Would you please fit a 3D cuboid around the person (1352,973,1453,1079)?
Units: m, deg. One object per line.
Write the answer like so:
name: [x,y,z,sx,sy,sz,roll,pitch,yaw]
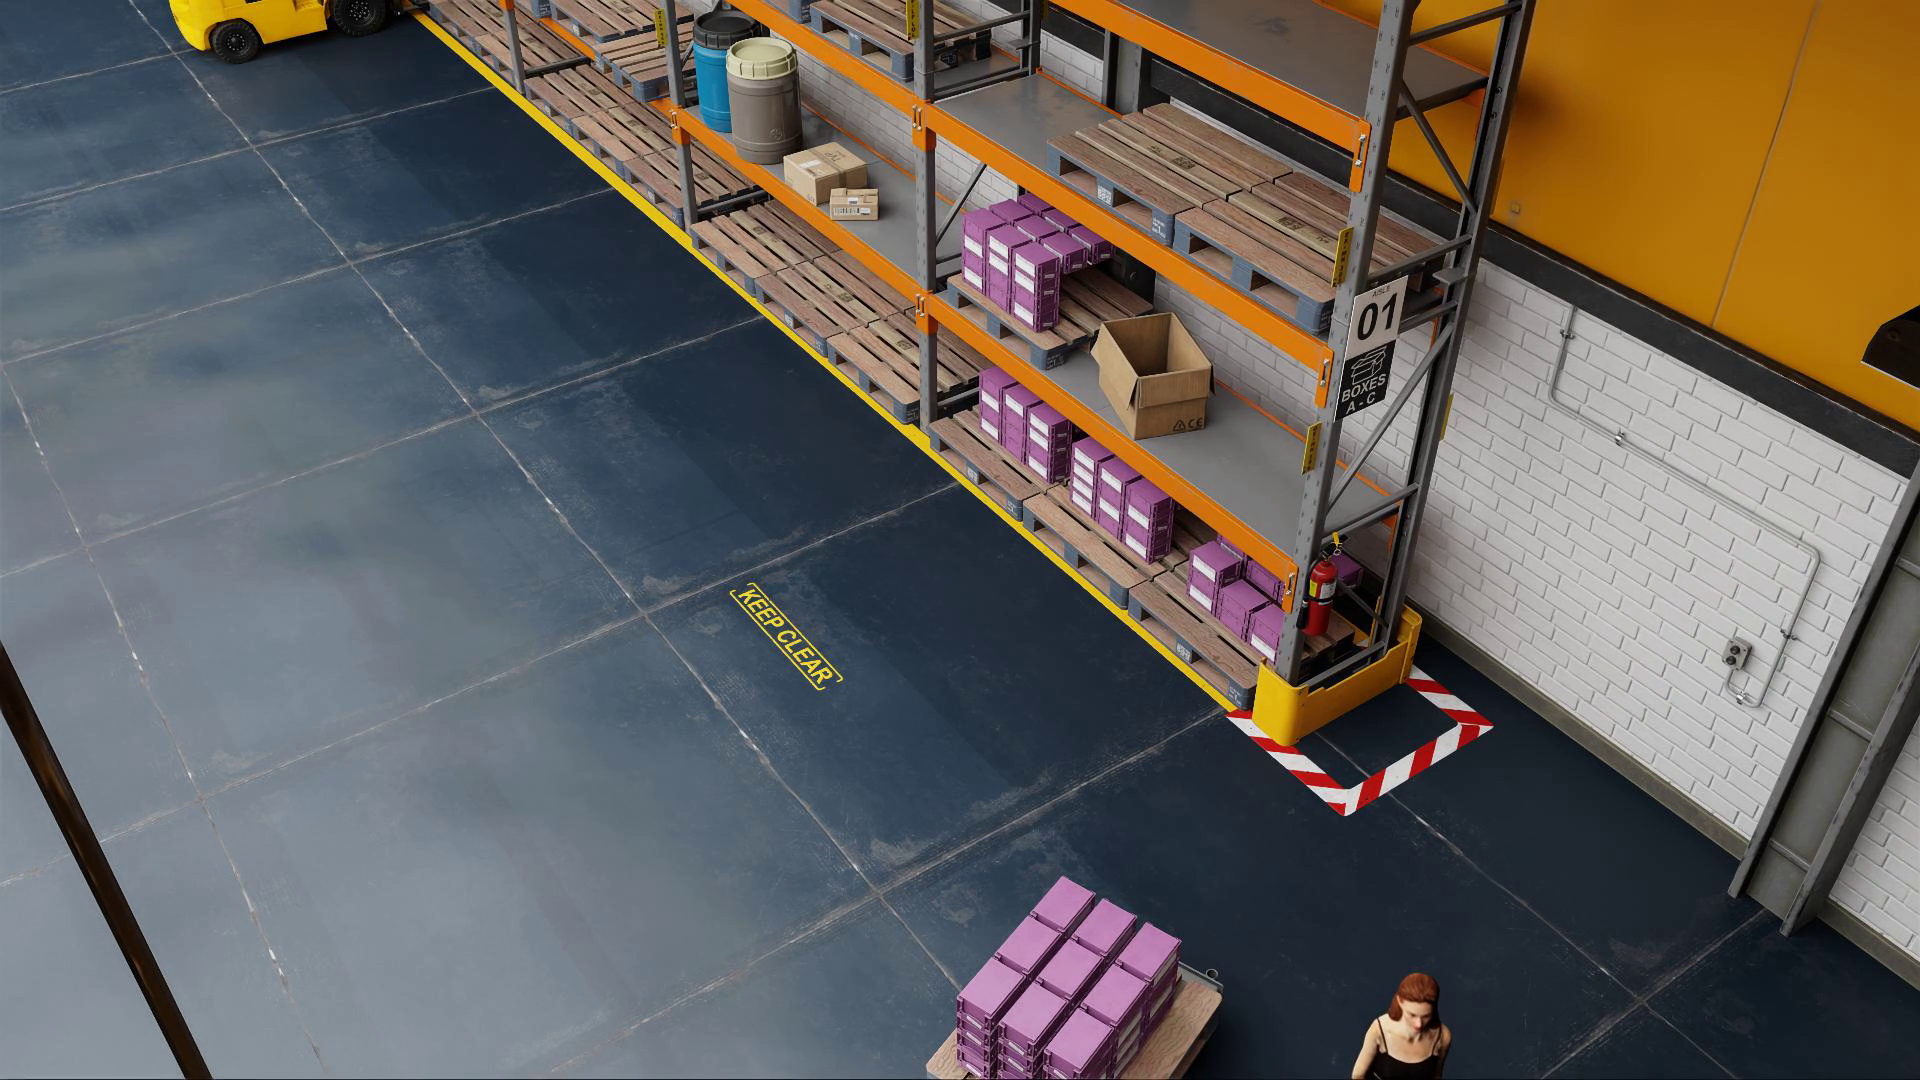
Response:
person: [1.990,2.552,7.677,0.676,1.624,0.721,1,39,1]
